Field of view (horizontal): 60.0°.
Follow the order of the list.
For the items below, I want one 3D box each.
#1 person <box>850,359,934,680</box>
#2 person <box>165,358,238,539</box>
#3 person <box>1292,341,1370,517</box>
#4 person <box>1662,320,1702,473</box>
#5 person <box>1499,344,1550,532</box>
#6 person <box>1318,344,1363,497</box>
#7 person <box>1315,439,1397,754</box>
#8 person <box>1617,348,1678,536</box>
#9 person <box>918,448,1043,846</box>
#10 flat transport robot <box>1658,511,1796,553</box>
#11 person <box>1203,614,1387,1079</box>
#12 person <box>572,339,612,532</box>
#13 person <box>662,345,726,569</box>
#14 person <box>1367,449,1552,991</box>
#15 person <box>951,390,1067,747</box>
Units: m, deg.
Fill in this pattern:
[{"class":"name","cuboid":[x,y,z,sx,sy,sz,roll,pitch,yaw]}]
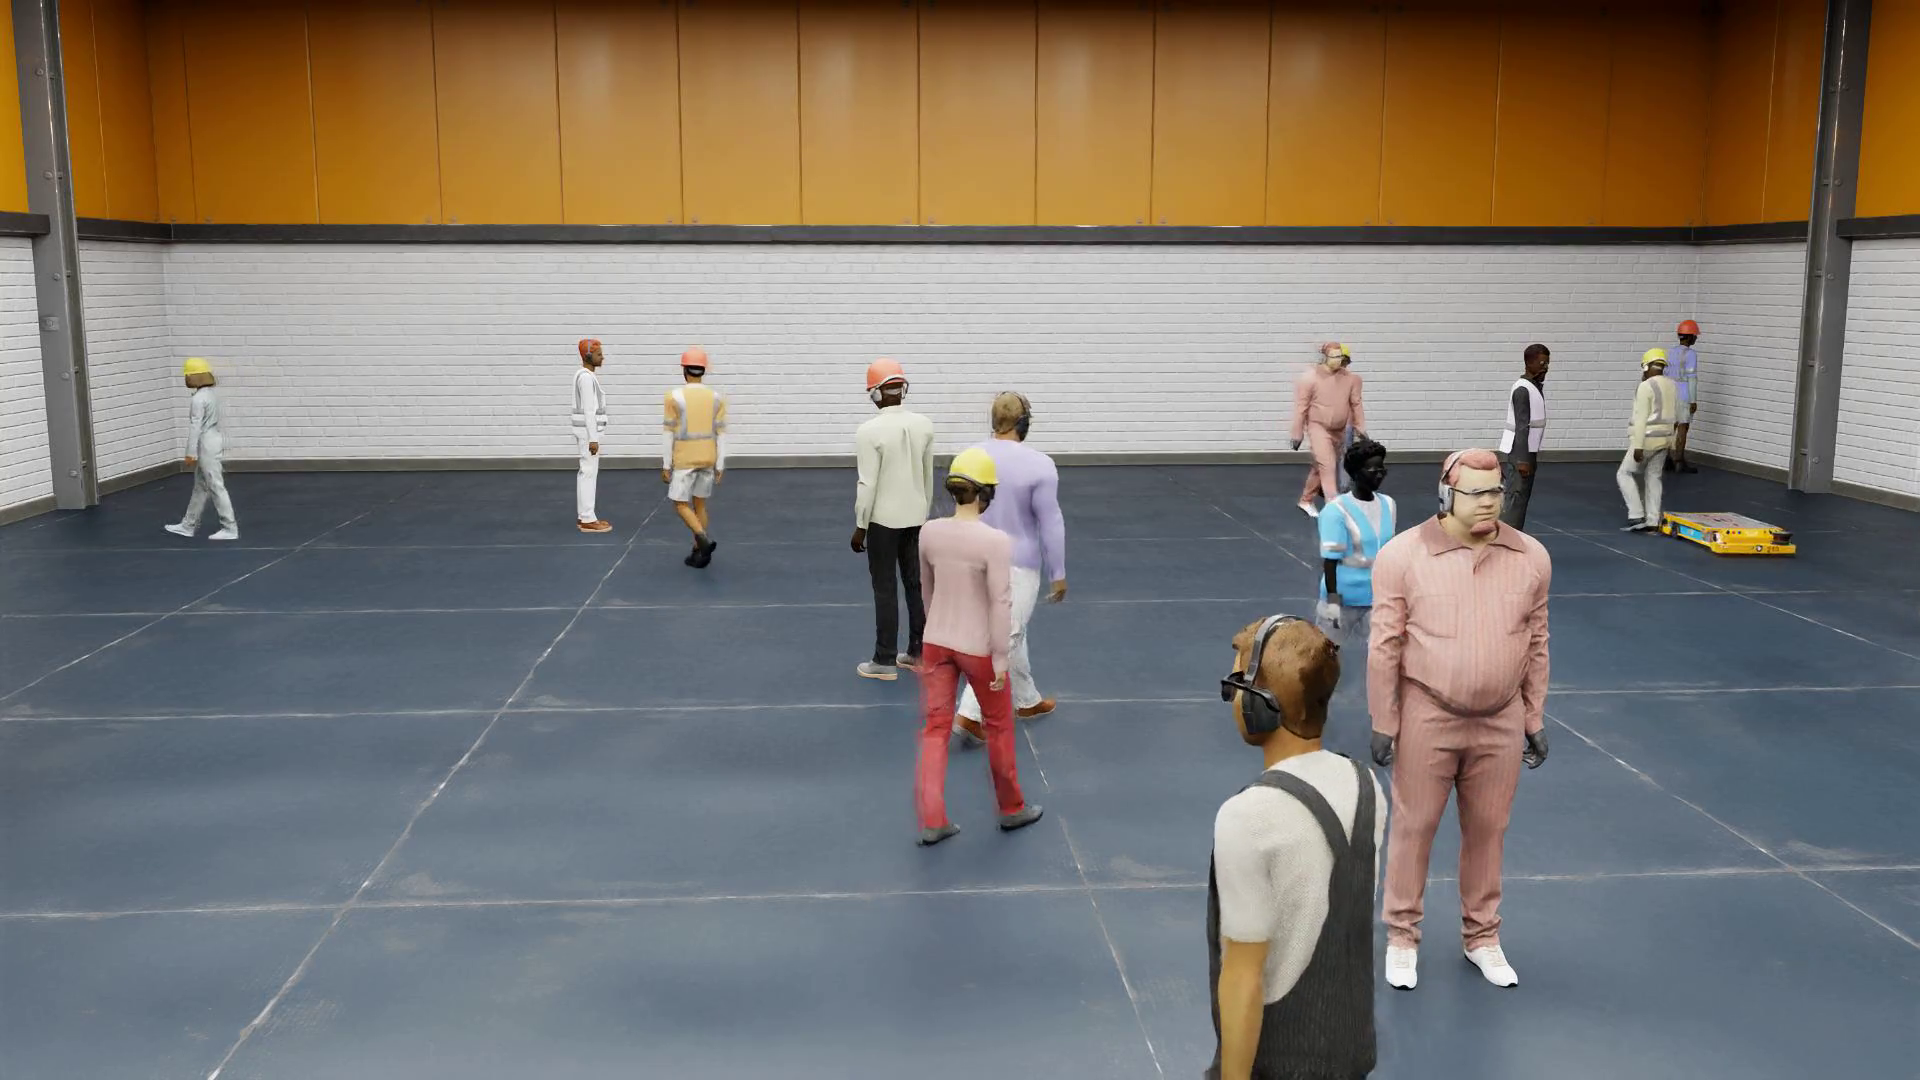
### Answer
[{"class":"person","cuboid":[-0.425,-0.127,10.330,0.610,1.985,0.392,-9,12,-43]},{"class":"person","cuboid":[-7.202,-0.846,15.656,0.722,1.712,0.509,-2,9,-10]},{"class":"person","cuboid":[3.713,-1.094,16.875,0.637,1.847,1.053,-5,10,-28]},{"class":"person","cuboid":[9.160,-1.814,21.068,0.357,1.936,0.551,-2,9,-12]},{"class":"person","cuboid":[4.863,-0.729,14.335,0.395,1.915,0.587,5,10,27]},{"class":"person","cuboid":[4.266,-1.353,18.832,0.528,1.736,0.846,4,10,25]},{"class":"person","cuboid":[2.082,0.283,8.828,0.534,1.657,0.889,-5,10,-28]},{"class":"person","cuboid":[6.607,-0.942,16.017,0.605,1.804,0.482,-7,11,-38]},{"class":"person","cuboid":[0.085,0.462,7.421,0.536,1.734,0.809,6,11,34]},{"class":"flat transport robot","cuboid":[7.074,-0.081,15.403,0.652,0.197,1.431,0,9,0]},{"class":"person","cuboid":[0.579,1.045,3.471,0.555,1.822,0.759,-8,12,-41]},{"class":"person","cuboid":[-3.618,-1.021,16.260,0.337,1.882,0.585,-3,9,-17]},{"class":"person","cuboid":[-2.212,-0.676,14.001,0.553,1.912,0.653,-6,11,-33]},{"class":"person","cuboid":[1.754,0.629,5.830,0.651,1.906,0.409,0,9,-3]},{"class":"person","cuboid":[0.237,0.138,8.970,0.647,1.898,1.012,7,12,38]}]
